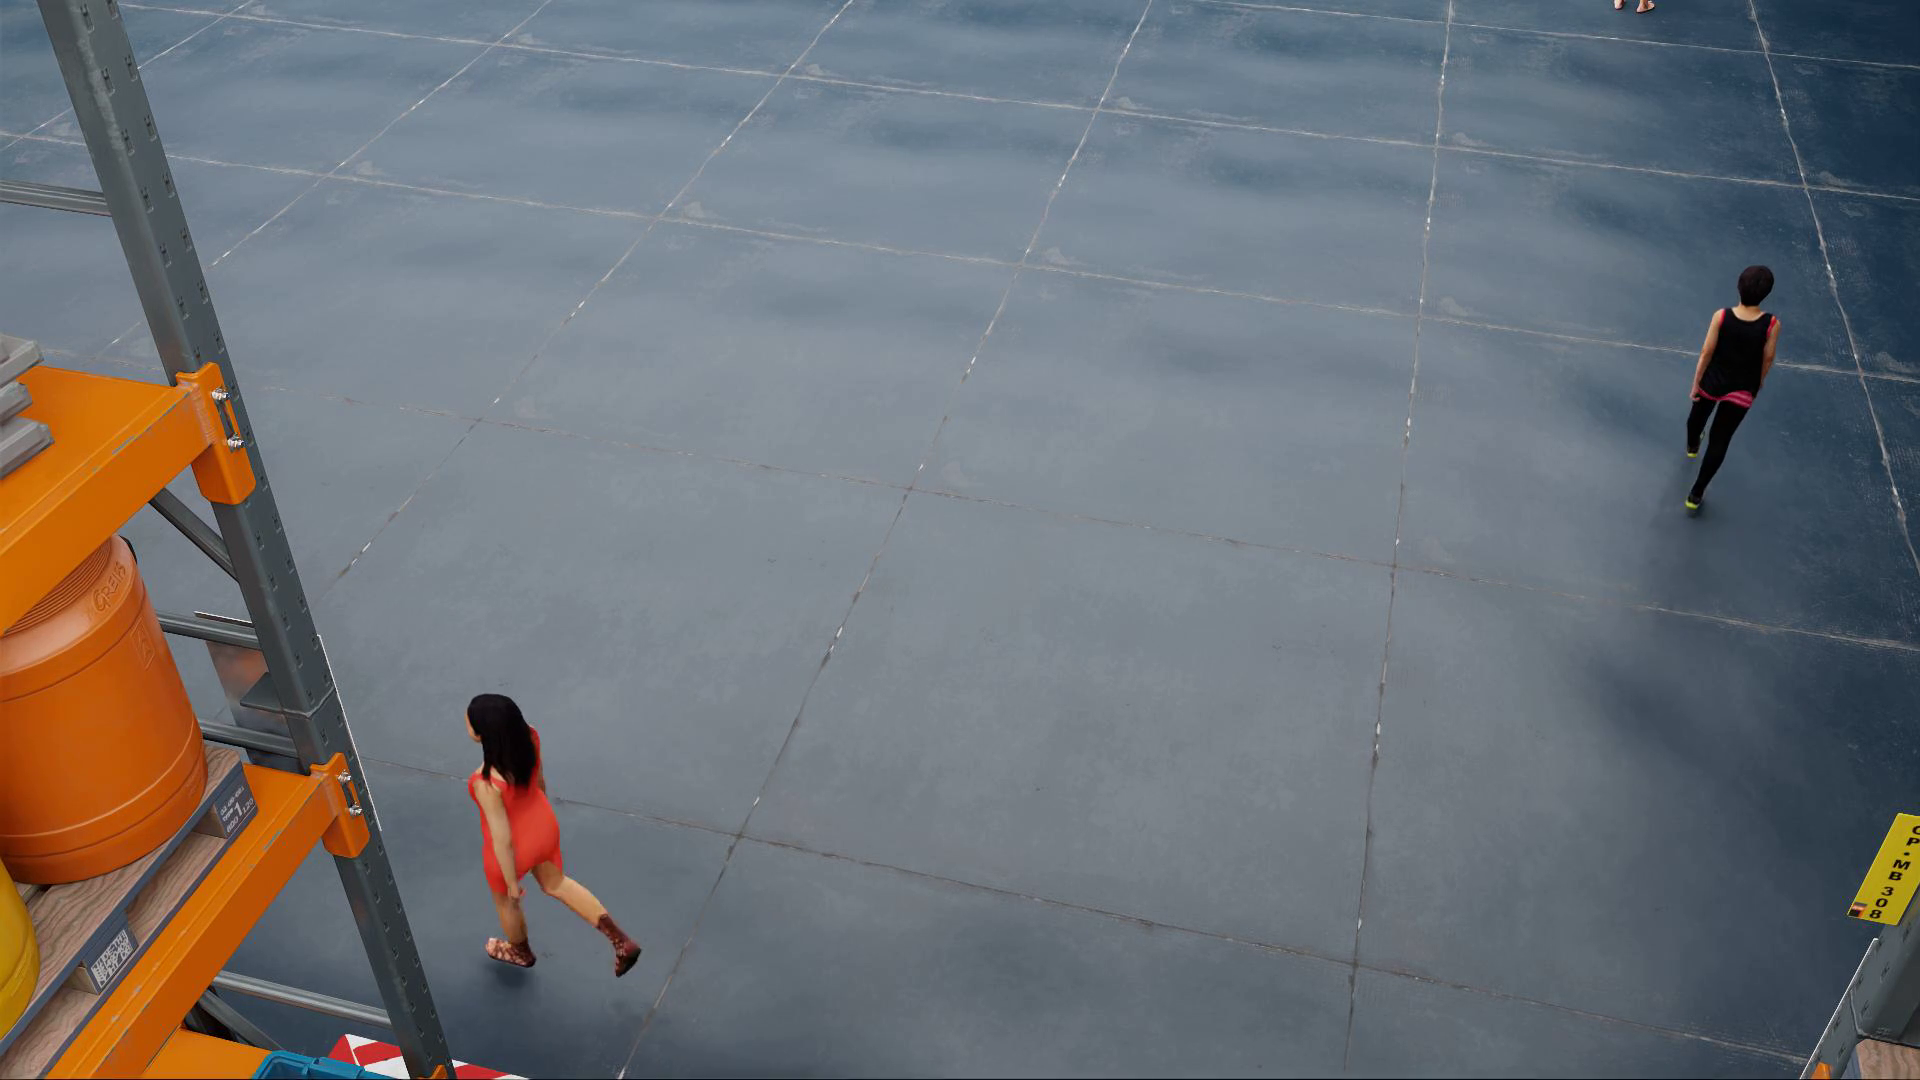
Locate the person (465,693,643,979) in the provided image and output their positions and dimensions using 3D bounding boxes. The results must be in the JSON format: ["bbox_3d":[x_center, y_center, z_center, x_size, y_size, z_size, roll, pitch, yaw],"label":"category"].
[{"bbox_3d":[-1.772,1.296,7.036,0.725,1.699,0.986,13,40,15],"label":"person"}]

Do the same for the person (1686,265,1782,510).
[{"bbox_3d":[4.592,-0.882,9.979,0.737,1.503,1.094,20,42,24],"label":"person"}]
